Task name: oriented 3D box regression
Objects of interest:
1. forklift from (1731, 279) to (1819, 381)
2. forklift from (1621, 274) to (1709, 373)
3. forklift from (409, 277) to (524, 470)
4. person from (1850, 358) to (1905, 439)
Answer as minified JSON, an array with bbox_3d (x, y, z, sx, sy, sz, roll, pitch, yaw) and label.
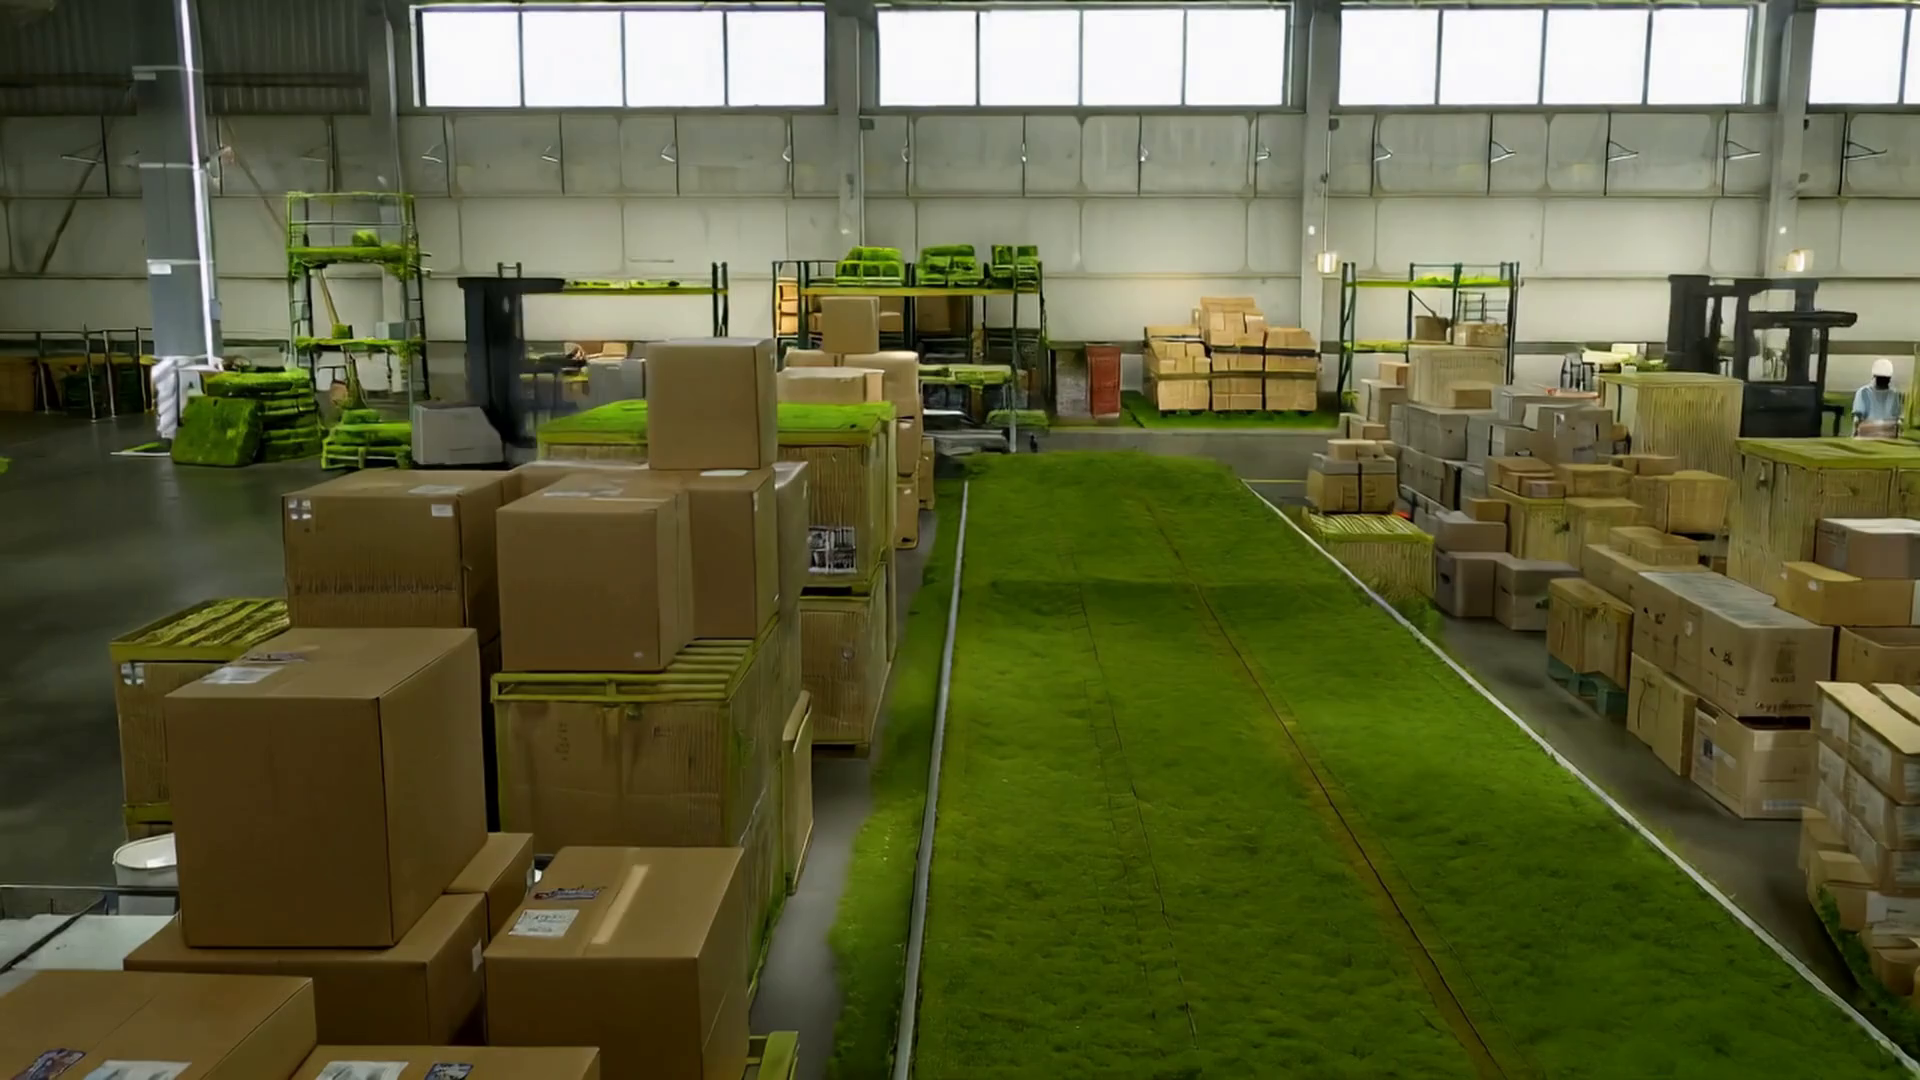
[{"bbox_3d":[10.335,-1.946,21.293,1.129,2.768,1.873,0,9,0],"label":"forklift"},{"bbox_3d":[12.717,-3.275,29.254,1.873,2.768,1.129,0,9,1],"label":"forklift"},{"bbox_3d":[-6.557,-2.206,22.850,1.873,2.768,1.129,-5,11,-27],"label":"forklift"},{"bbox_3d":[10.632,-1.142,19.298,0.552,1.934,0.373,3,10,16],"label":"person"}]
